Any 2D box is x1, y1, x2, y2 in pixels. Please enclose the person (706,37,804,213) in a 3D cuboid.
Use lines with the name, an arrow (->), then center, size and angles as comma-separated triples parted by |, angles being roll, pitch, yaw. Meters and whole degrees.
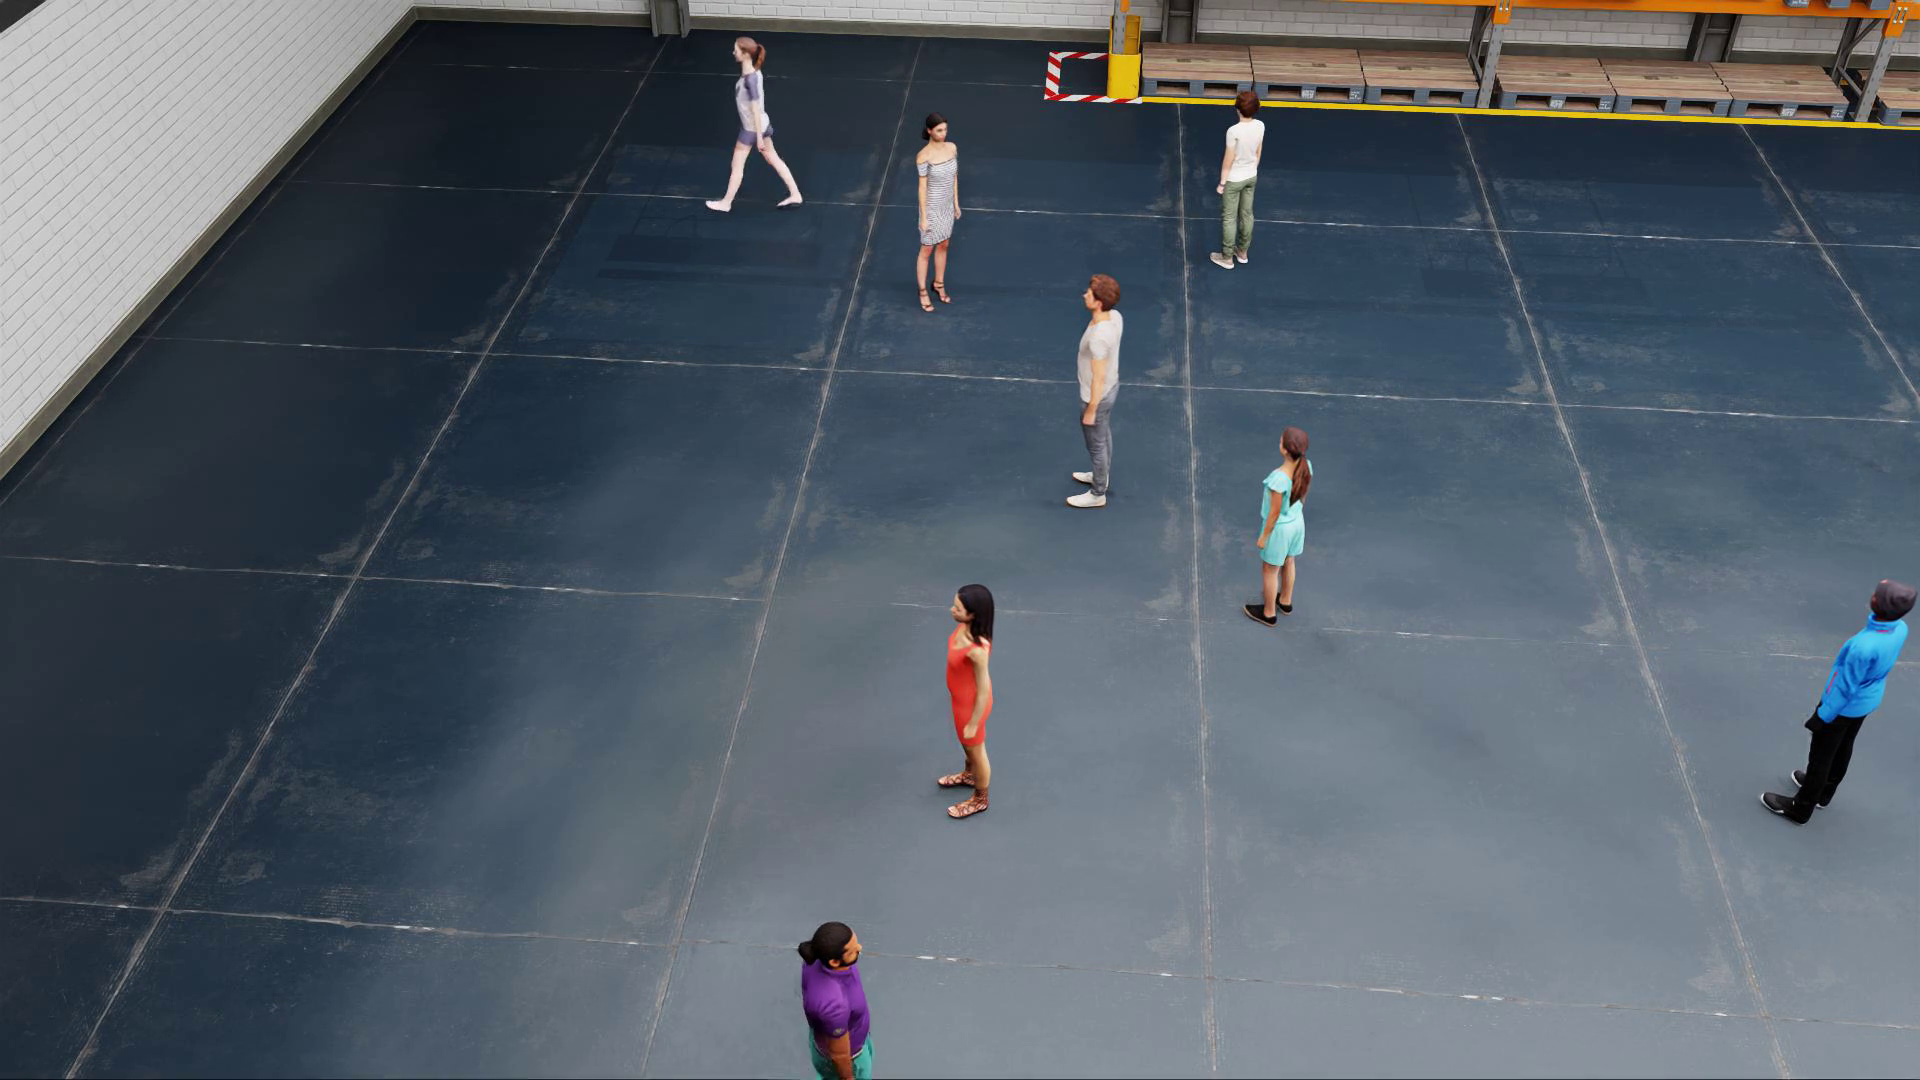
person -> -1.851, -3.879, 15.736 | 1.155, 1.712, 0.639 | 1, 39, 1

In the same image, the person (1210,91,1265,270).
person -> 2.522, -3.253, 14.997 | 0.637, 1.654, 0.727 | -20, 43, -23

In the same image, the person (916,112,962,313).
person -> -0.208, -2.834, 14.338 | 0.680, 1.822, 0.729 | -30, 48, -32

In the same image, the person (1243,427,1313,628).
person -> 2.155, -0.097, 11.123 | 0.633, 1.558, 0.691 | -28, 47, -31

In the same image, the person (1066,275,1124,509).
person -> 1.010, -1.078, 12.078 | 0.616, 1.898, 0.697 | 9, 40, 12

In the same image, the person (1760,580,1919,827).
person -> 5.155, 0.946, 9.629 | 0.681, 1.793, 0.753 | -24, 45, -27

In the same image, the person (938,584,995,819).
person -> 0.065, 0.927, 9.713 | 0.615, 1.718, 0.646 | -7, 39, -9

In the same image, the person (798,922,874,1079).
person -> -0.658, 2.391, 7.849 | 0.861, 1.757, 0.760 | -8, 39, -9
